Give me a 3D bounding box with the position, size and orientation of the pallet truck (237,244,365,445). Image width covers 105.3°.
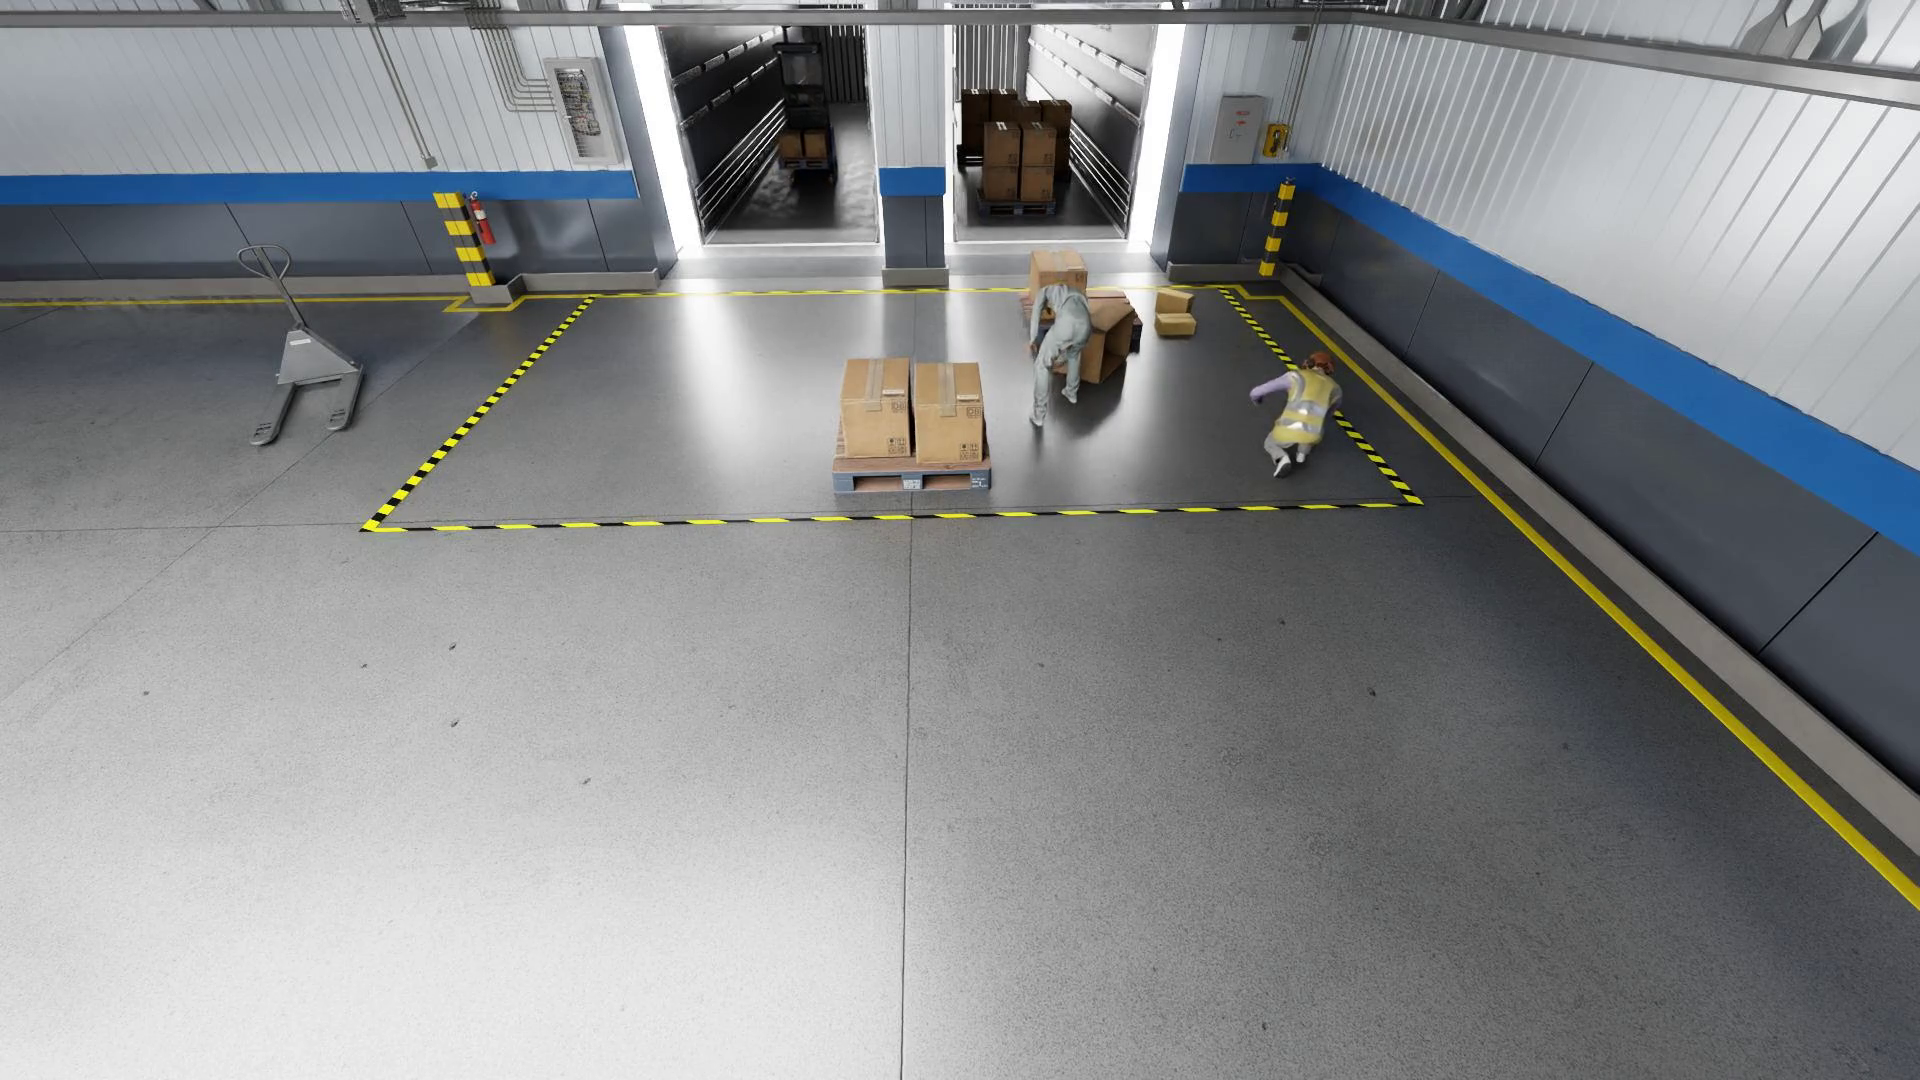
[{"bbox_3d":[-5.915,-1.733,6.366,0.680,1.201,1.601,-18,42,-21],"label":"pallet truck"}]

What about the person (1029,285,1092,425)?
[{"bbox_3d":[0.798,-1.702,6.449,0.652,1.098,0.826,-15,41,-18],"label":"person"}]

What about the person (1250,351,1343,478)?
[{"bbox_3d":[2.643,-0.991,5.816,0.688,0.837,0.864,10,40,13],"label":"person"}]

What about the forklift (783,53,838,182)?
[{"bbox_3d":[-2.723,-7.788,13.352,0.716,2.013,0.776,-2,39,-2],"label":"forklift"}]
